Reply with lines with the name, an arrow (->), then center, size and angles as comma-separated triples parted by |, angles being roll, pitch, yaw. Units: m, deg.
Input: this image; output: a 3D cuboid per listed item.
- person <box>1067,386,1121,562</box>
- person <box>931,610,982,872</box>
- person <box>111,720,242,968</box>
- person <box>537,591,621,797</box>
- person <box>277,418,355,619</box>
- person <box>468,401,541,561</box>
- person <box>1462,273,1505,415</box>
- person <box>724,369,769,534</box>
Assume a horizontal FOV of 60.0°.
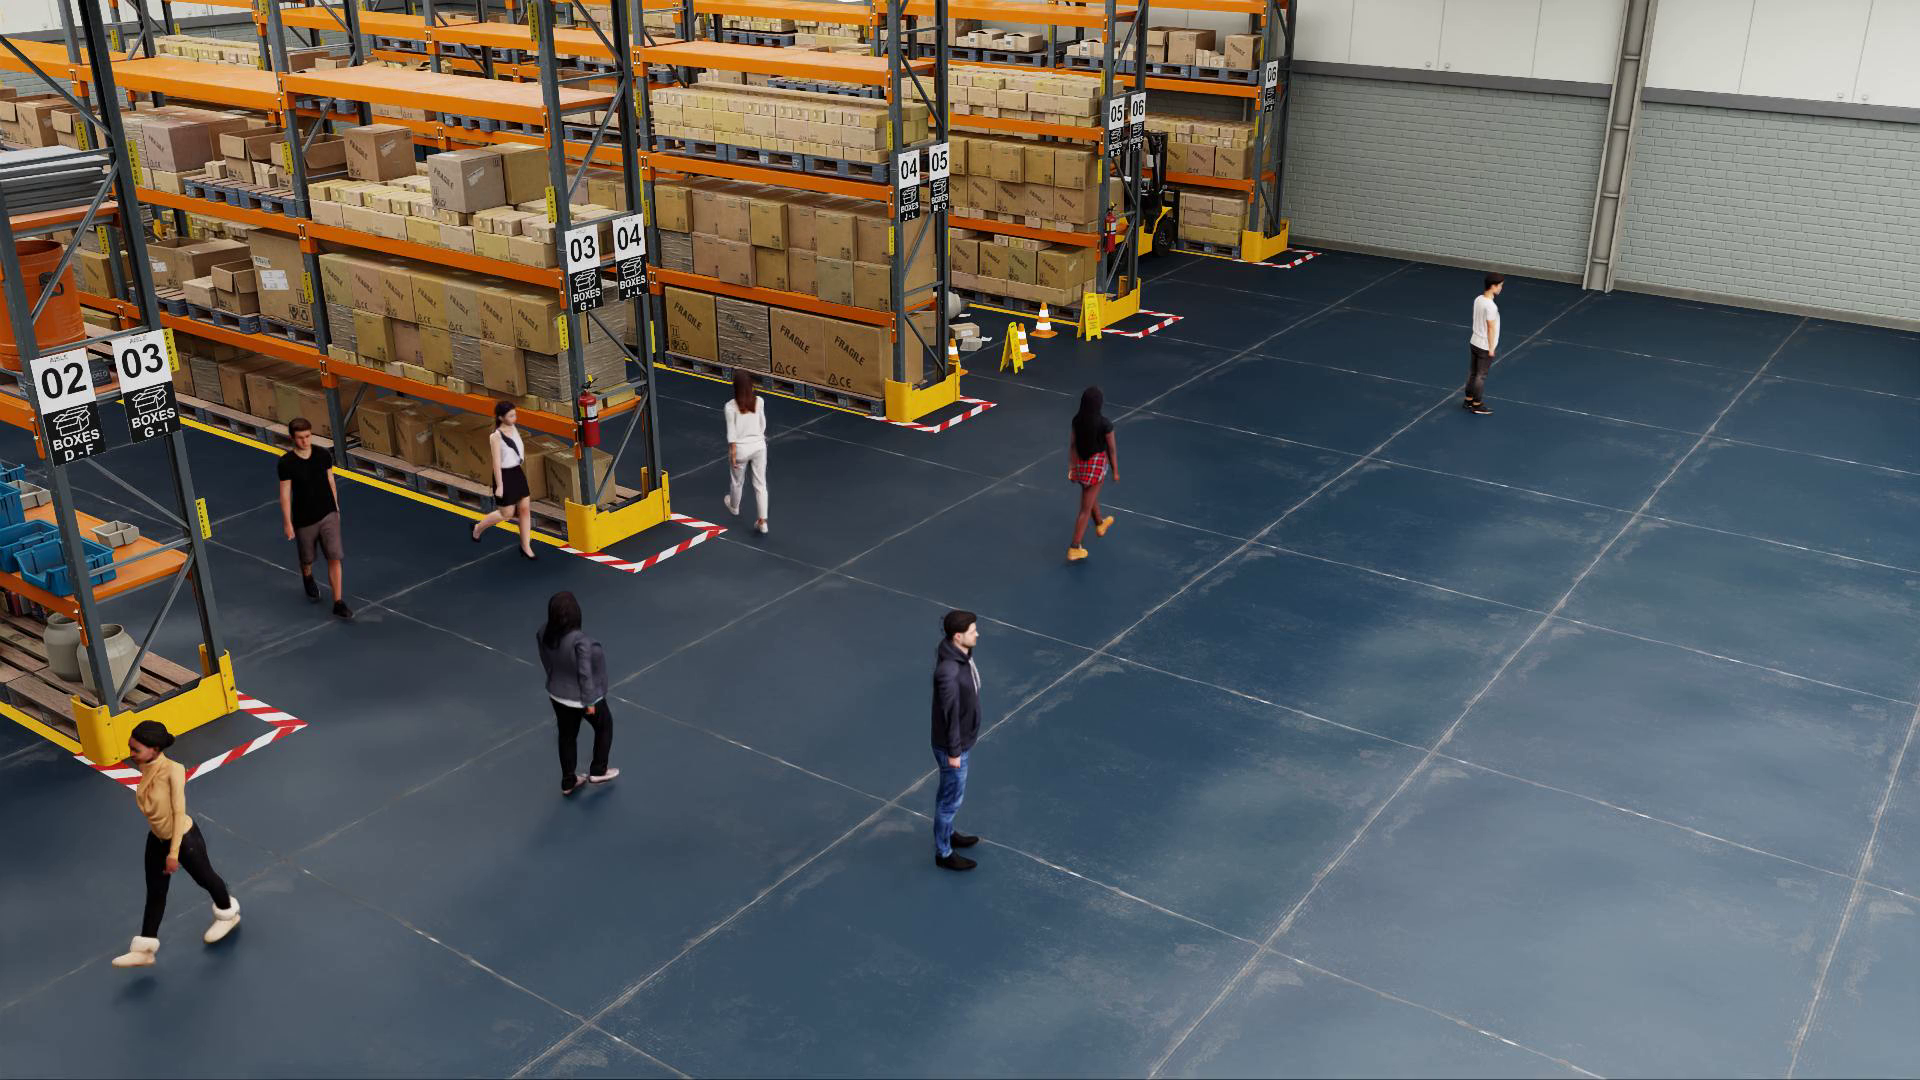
person -> 1.214, -0.603, 16.049 | 1.102, 1.678, 0.692 | 17, 29, 35
person -> -0.054, 1.326, 11.240 | 0.768, 1.892, 0.764 | 1, 23, 2
person -> -4.820, 1.835, 10.384 | 1.031, 1.625, 0.750 | 11, 25, 24
person -> -2.837, 1.144, 12.067 | 0.624, 1.581, 0.761 | 12, 26, 27
person -> -5.840, -0.231, 14.974 | 0.904, 1.836, 1.251 | -17, 29, -35
person -> -4.416, -0.551, 15.993 | 1.000, 1.628, 0.786 | 5, 24, 13
person -> 6.367, -2.411, 20.252 | 0.746, 1.717, 0.699 | -3, 23, -6
person -> -2.090, -0.862, 16.705 | 0.936, 1.643, 1.149 | -11, 25, -24
